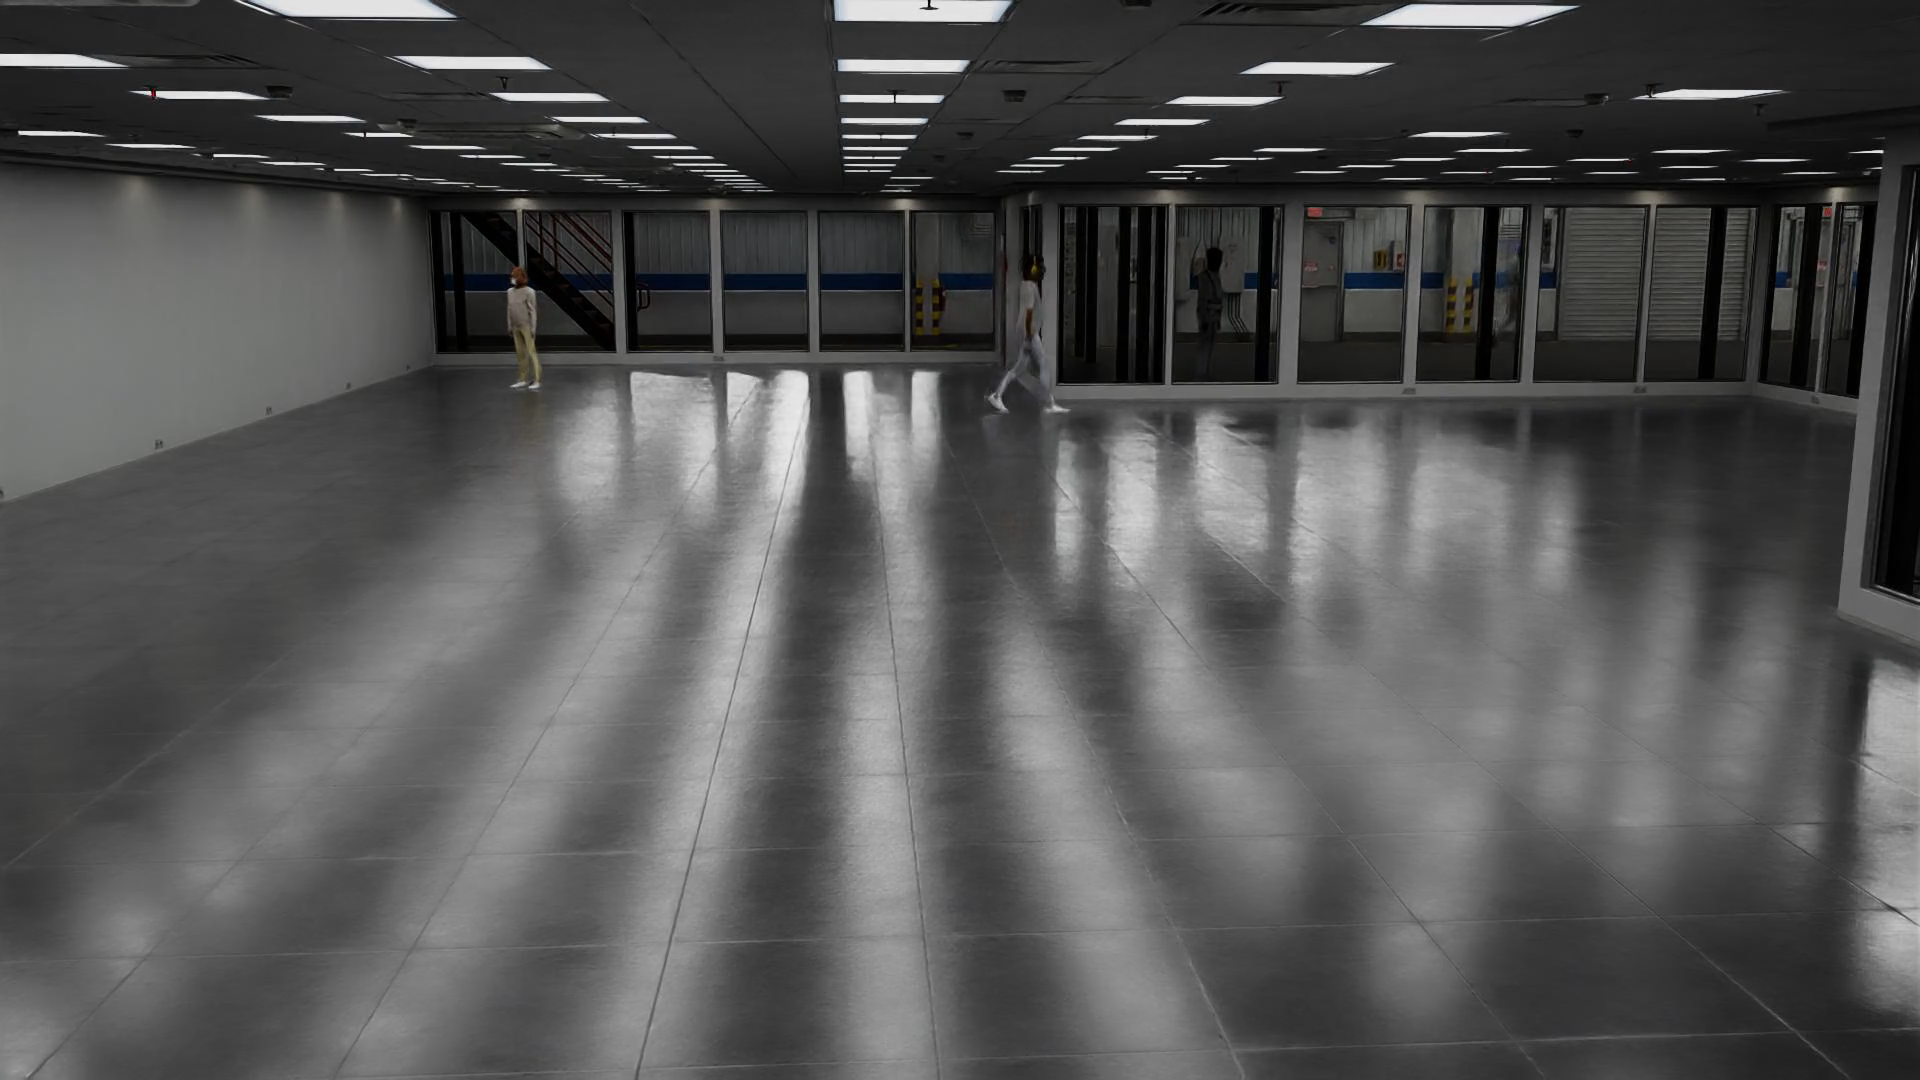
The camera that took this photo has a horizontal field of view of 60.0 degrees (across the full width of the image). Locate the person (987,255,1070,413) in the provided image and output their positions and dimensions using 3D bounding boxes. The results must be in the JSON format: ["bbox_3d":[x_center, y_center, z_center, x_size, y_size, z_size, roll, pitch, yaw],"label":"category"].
[{"bbox_3d":[0.763,-2.370,19.183,0.929,1.838,0.527,-2,11,-8],"label":"person"}]

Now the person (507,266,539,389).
[{"bbox_3d":[-5.834,-2.829,22.189,0.504,1.631,0.275,7,12,32],"label":"person"}]
